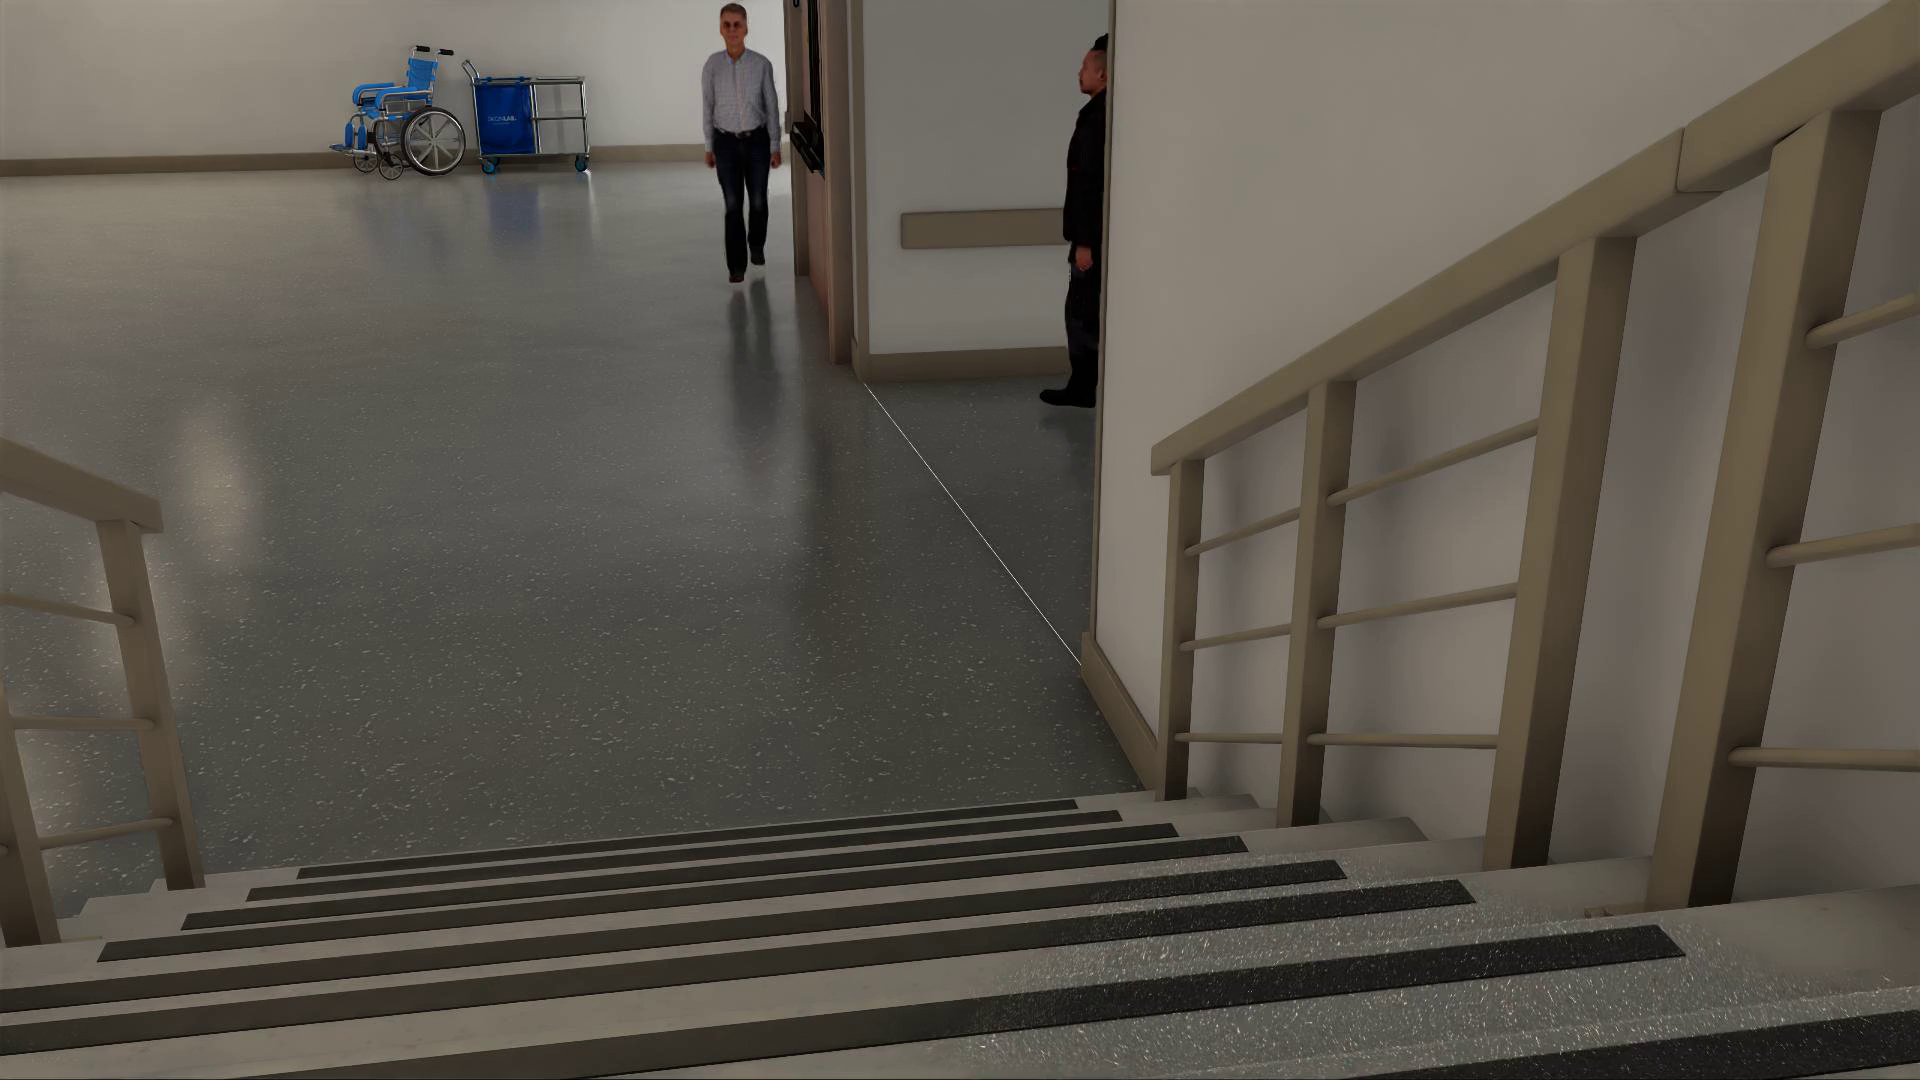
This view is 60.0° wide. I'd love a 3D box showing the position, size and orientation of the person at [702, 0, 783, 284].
[{"bbox_3d":[-1.454,-2.665,11.233,0.770,1.779,1.224,-1,21,-3],"label":"person"}]
